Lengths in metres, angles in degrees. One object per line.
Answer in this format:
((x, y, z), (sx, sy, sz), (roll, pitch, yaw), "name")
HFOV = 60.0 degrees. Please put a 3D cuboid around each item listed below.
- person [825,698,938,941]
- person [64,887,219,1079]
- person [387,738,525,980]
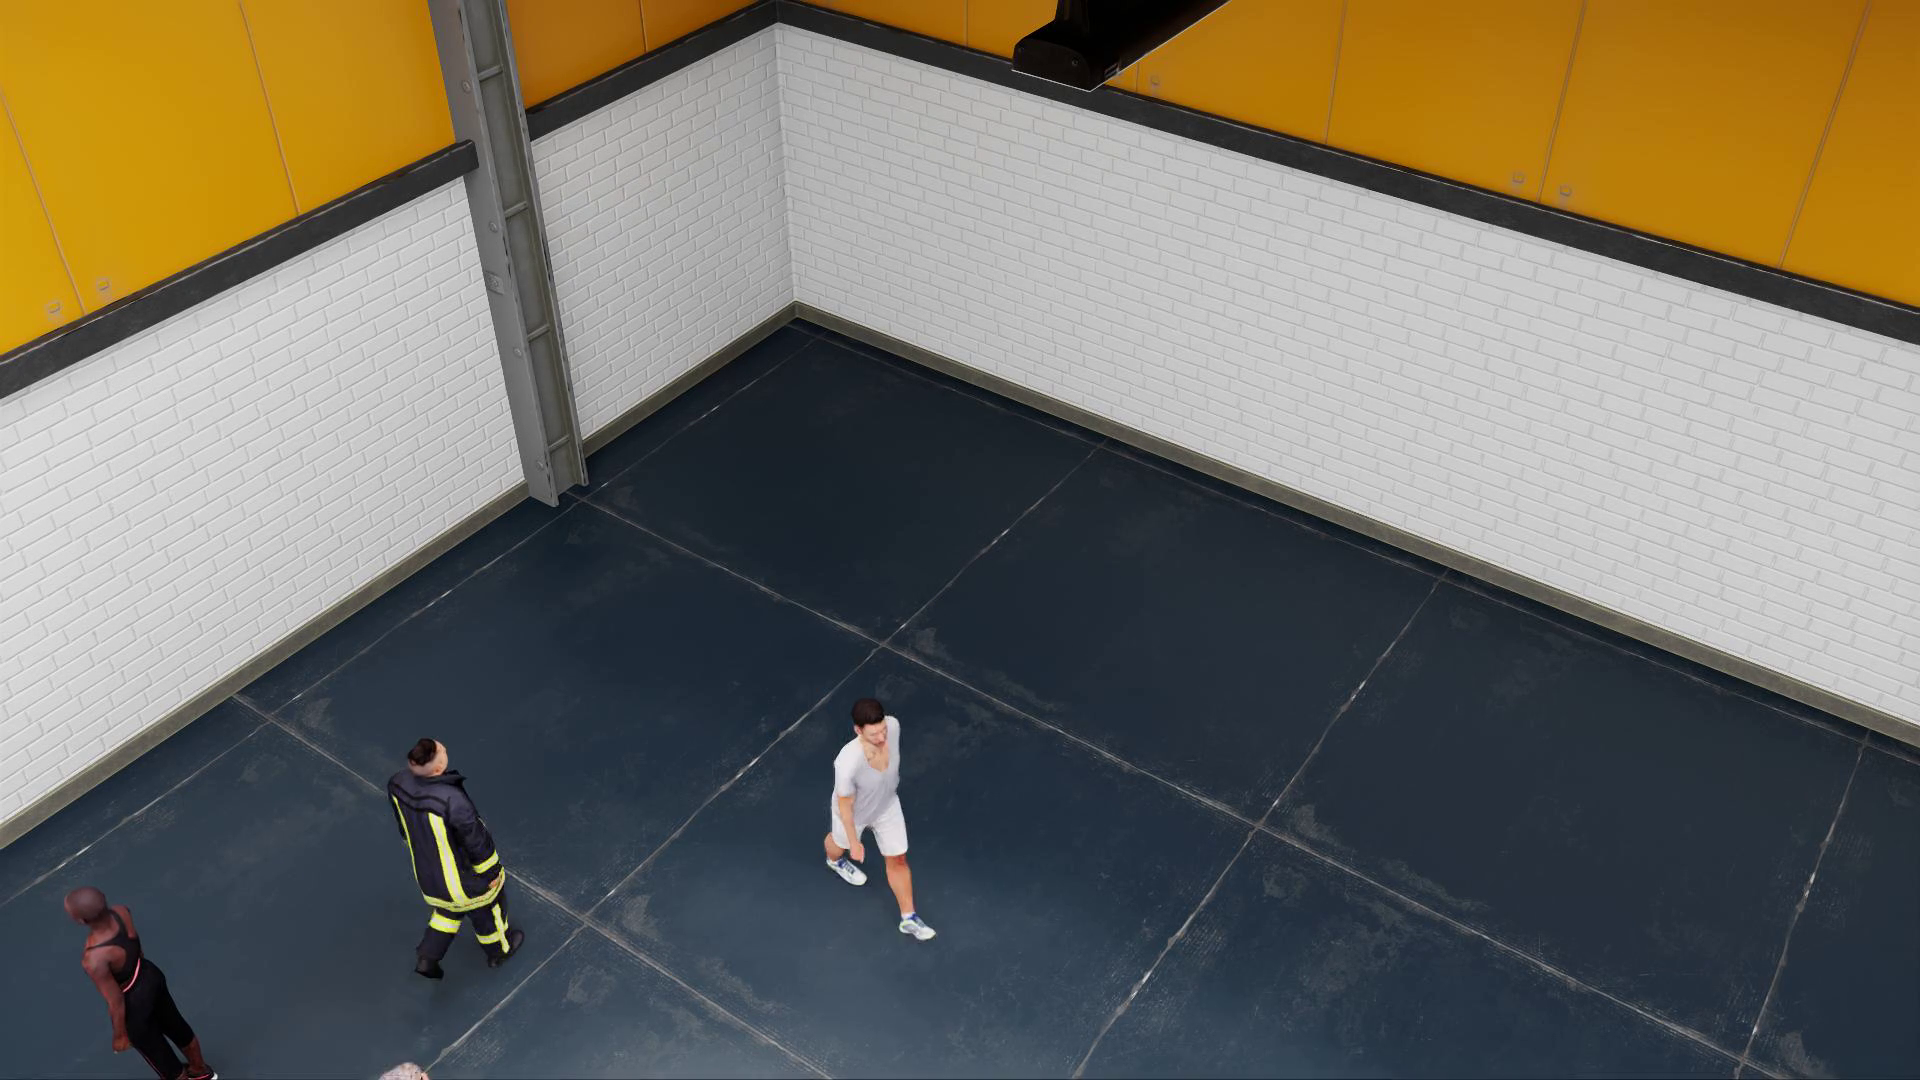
((-0.595, 1.481, 9.600), (0.931, 1.777, 1.212), (29, 47, 31), "person")
((-4.194, 2.357, 8.514), (0.732, 1.763, 0.655), (-3, 39, -3), "person")
((-2.837, 1.798, 9.151), (0.809, 1.842, 0.928), (19, 42, 22), "person")
